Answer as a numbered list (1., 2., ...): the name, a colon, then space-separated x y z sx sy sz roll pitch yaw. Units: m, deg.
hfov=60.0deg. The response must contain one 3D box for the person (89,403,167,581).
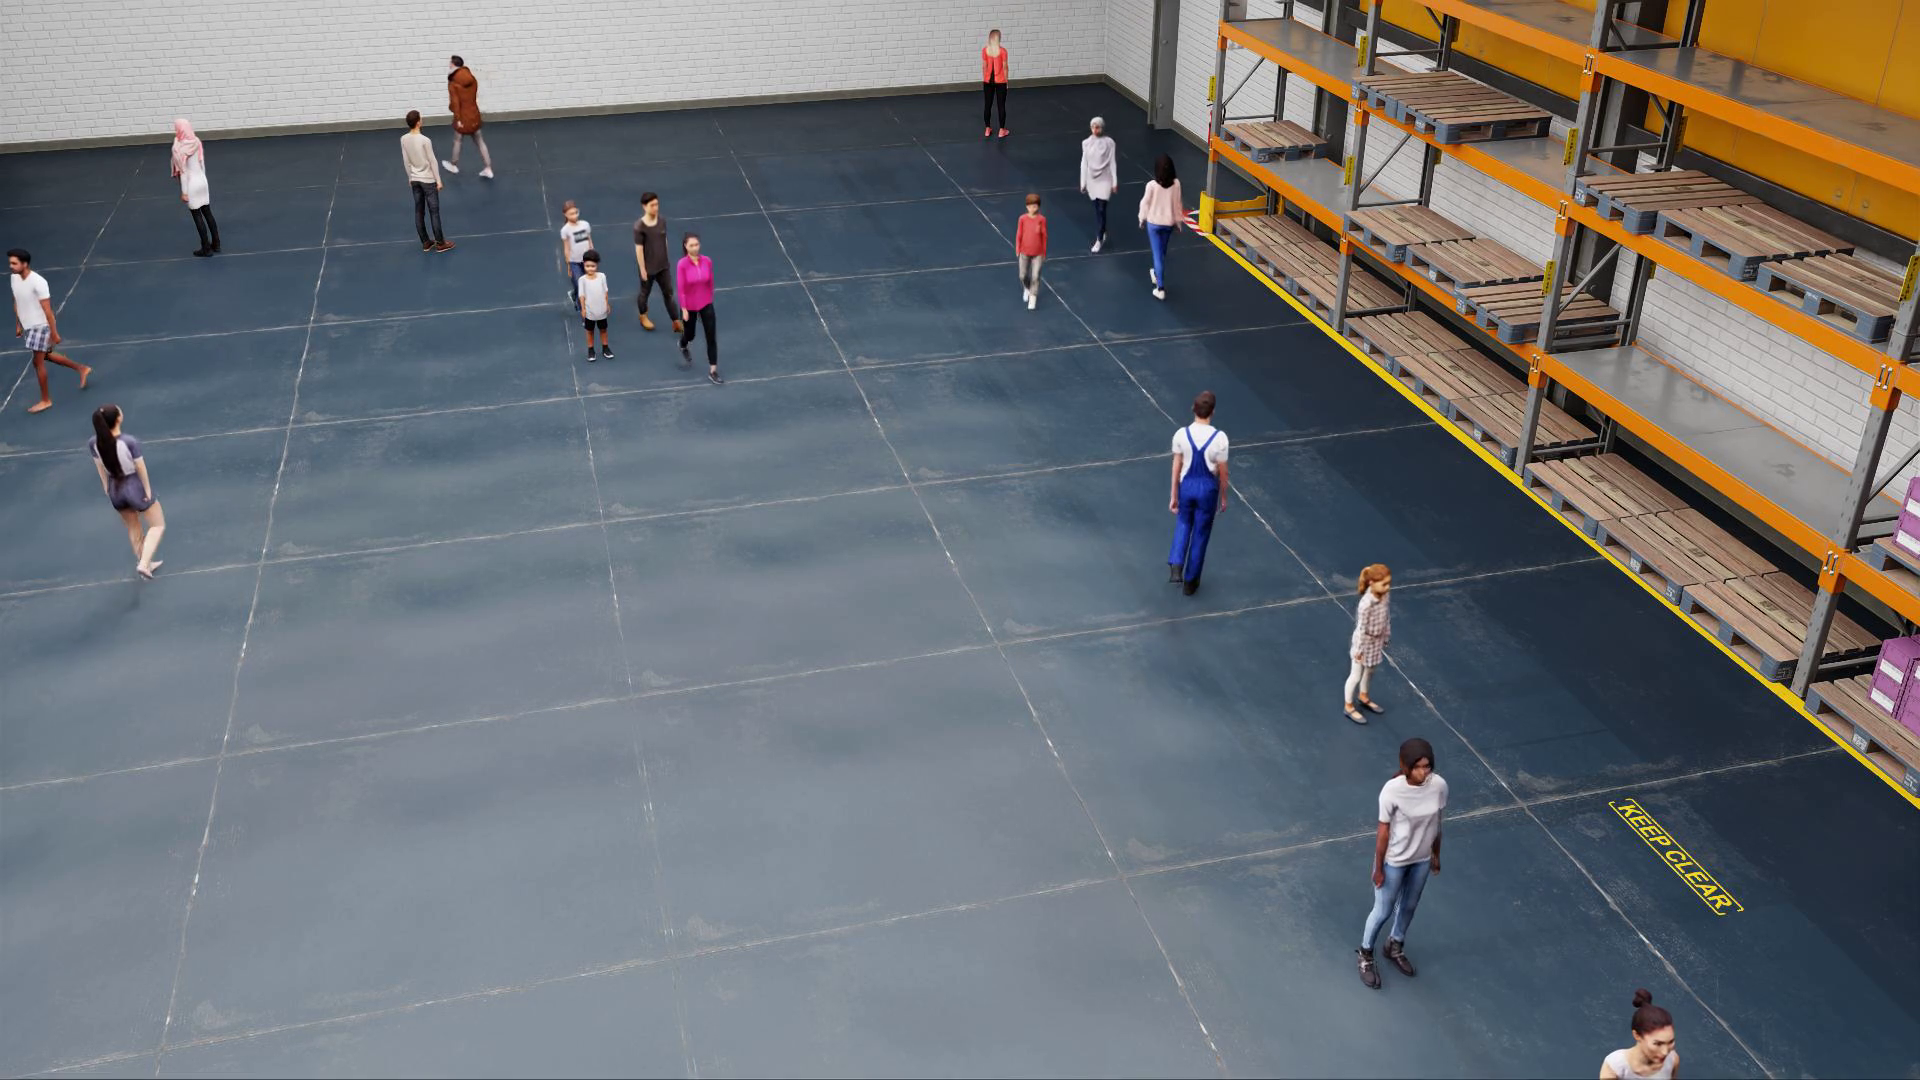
1. person: -7.091 -0.364 14.140 0.716 1.638 0.826 1 29 2

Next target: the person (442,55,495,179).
1. person: -7.287 -6.267 24.802 1.210 1.790 1.118 18 33 29

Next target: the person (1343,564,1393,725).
1. person: 3.049 0.746 12.449 0.621 1.309 0.641 -23 36 -36

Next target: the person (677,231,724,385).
1. person: -2.910 -2.564 18.140 0.769 1.670 1.109 -16 33 -27

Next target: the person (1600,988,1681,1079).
1. person: 3.260 2.899 8.185 0.560 1.612 0.518 -6 29 -10

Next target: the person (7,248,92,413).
1. person: -9.678 -2.277 17.576 1.086 1.705 1.127 17 33 28

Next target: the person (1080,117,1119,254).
1. person: 1.885 -4.752 22.071 0.950 1.747 1.022 13 31 23

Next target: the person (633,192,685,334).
1. person: -3.623 -3.228 19.353 0.950 1.673 1.142 -25 37 -38

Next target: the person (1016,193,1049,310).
1. person: 0.877 -3.527 20.174 0.637 1.412 0.709 3 29 6

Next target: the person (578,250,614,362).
1. person: -4.113 -2.657 18.742 0.514 1.257 0.513 -12 31 -21

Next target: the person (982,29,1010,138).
1. person: 0.565 -7.430 27.035 0.680 1.694 0.718 11 31 20

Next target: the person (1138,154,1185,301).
1. person: 2.485 -3.799 20.337 0.688 1.734 1.007 -7 29 -12

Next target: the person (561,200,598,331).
1. person: -4.522 -3.259 19.552 0.952 1.538 0.788 24 37 37

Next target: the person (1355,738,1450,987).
1. person: 2.653 1.896 9.911 0.595 1.719 0.513 -11 30 -19

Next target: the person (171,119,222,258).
1. person: -10.008 -4.619 21.767 0.798 1.804 0.708 9 30 16

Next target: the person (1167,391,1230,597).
1. person: 1.964 -0.337 13.885 0.823 1.835 0.888 10 30 18

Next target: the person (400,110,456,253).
1. person: -7.064 -4.724 21.892 0.745 1.868 0.766 10 30 17
